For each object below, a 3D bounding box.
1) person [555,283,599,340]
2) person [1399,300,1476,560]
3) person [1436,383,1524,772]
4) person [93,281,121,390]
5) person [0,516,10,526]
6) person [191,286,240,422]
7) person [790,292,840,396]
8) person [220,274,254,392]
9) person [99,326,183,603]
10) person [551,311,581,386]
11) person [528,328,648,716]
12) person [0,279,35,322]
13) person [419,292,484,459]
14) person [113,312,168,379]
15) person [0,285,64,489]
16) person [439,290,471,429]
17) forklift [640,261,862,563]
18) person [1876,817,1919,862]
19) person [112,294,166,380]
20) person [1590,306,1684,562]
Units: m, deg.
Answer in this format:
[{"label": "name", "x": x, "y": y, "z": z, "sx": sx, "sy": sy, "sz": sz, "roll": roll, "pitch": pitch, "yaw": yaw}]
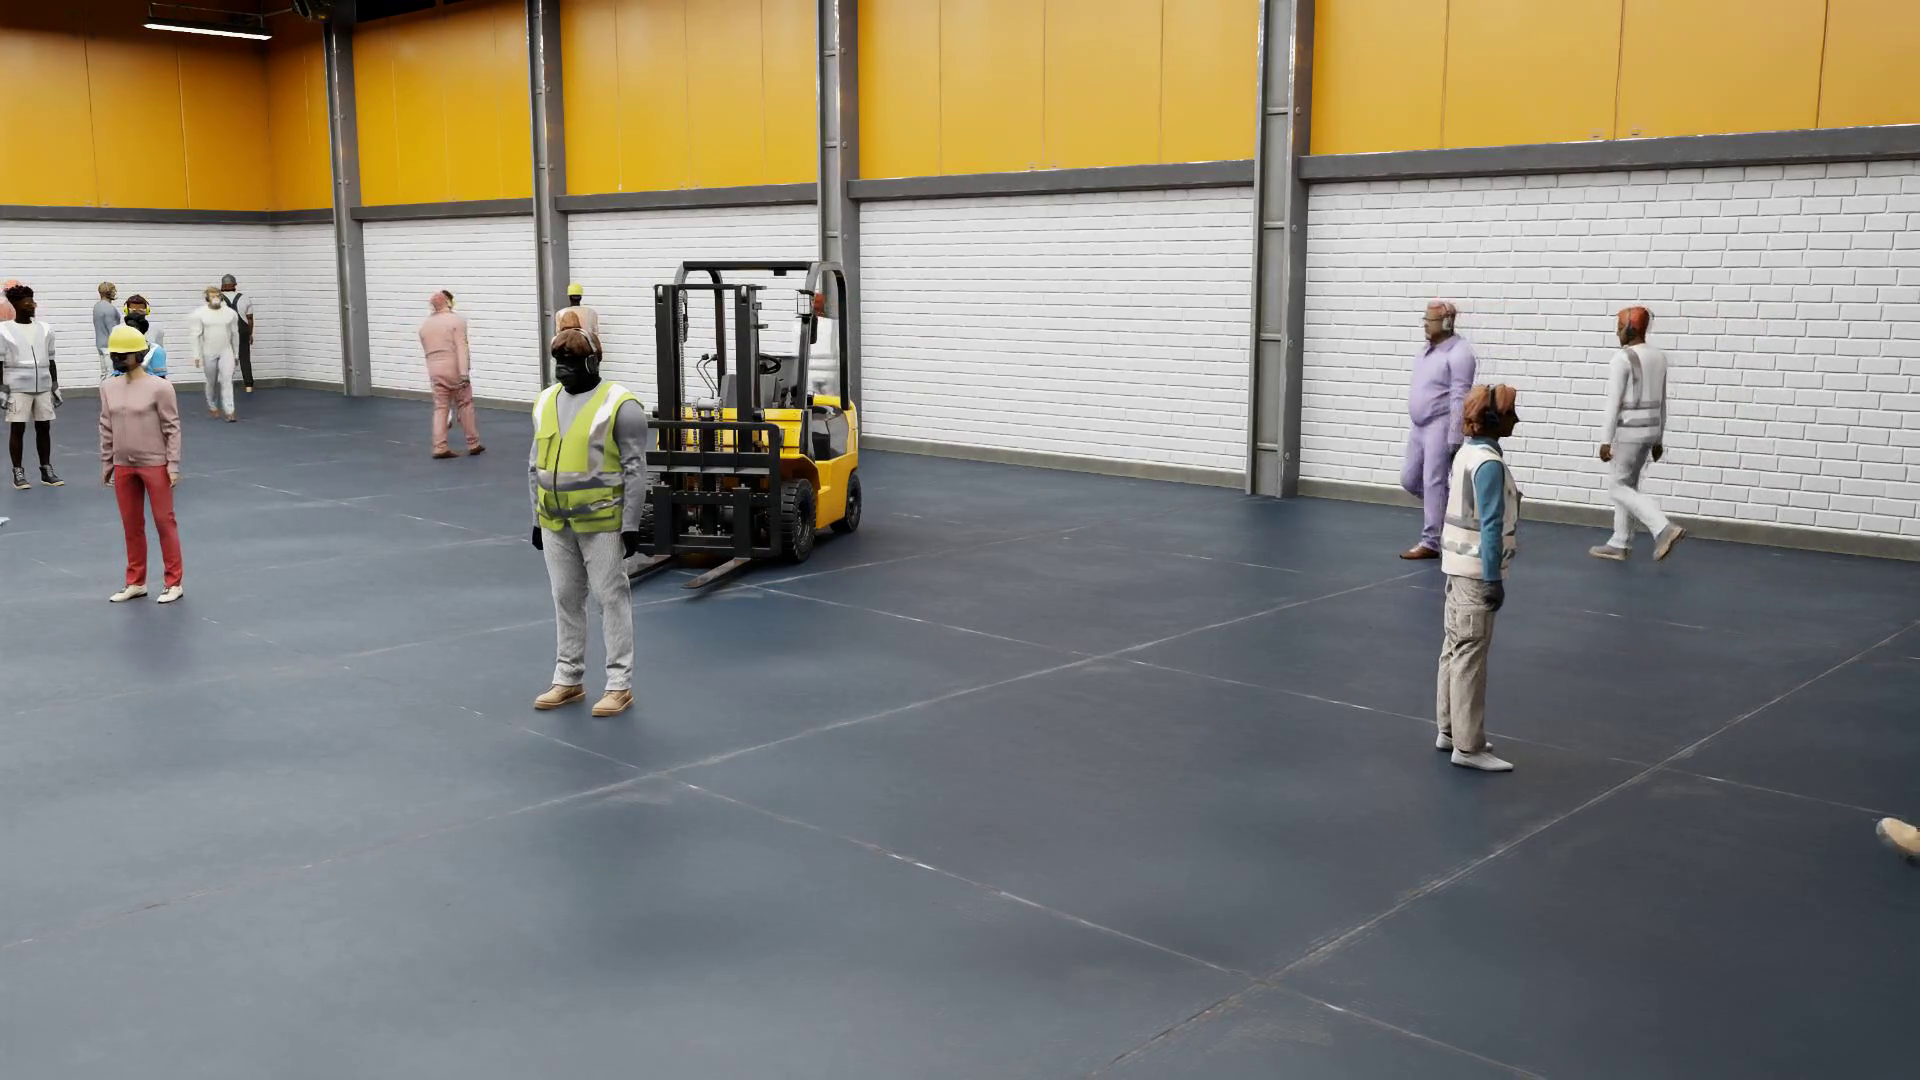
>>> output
[{"label": "person", "x": -5.240, "y": -2.551, "z": 22.800, "sx": 0.587, "sy": 1.928, "sz": 0.362, "roll": -5, "pitch": 10, "yaw": -27}, {"label": "person", "x": 3.495, "y": -0.799, "z": 12.143, "sx": 0.515, "sy": 1.894, "sz": 0.663, "roll": -2, "pitch": 9, "yaw": -12}, {"label": "person", "x": 2.214, "y": 0.150, "z": 7.113, "sx": 0.314, "sy": 1.641, "sz": 0.515, "roll": 1, "pitch": 9, "yaw": 6}, {"label": "person", "x": -12.216, "y": -2.739, "z": 23.916, "sx": 0.627, "sy": 1.940, "sz": 0.373, "roll": 9, "pitch": 13, "yaw": 44}, {"label": "person", "x": -8.126, "y": -0.994, "z": 13.385, "sx": 0.920, "sy": 1.875, "sz": 0.617, "roll": 5, "pitch": 10, "yaw": 27}, {"label": "person", "x": -10.399, "y": -2.602, "z": 23.240, "sx": 0.646, "sy": 1.901, "sz": 1.014, "roll": -6, "pitch": 11, "yaw": -34}, {"label": "person", "x": -1.576, "y": -1.787, "z": 18.300, "sx": 0.617, "sy": 1.862, "sz": 0.535, "roll": -2, "pitch": 10, "yaw": -14}, {"label": "person", "x": -12.495, "y": -3.544, "z": 28.542, "sx": 0.683, "sy": 2.000, "sz": 0.536, "roll": -5, "pitch": 11, "yaw": -29}, {"label": "person", "x": -5.200, "y": -0.470, "z": 10.538, "sx": 0.532, "sy": 1.765, "sz": 0.328, "roll": 2, "pitch": 9, "yaw": 9}, {"label": "person", "x": -4.528, "y": -1.856, "z": 19.451, "sx": 0.510, "sy": 1.630, "sz": 0.277, "roll": -5, "pitch": 11, "yaw": -30}, {"label": "person", "x": -1.797, "y": -0.084, "z": 7.933, "sx": 0.634, "sy": 1.842, "sz": 0.429, "roll": 4, "pitch": 10, "yaw": 23}, {"label": "person", "x": -13.412, "y": -2.727, "z": 23.767, "sx": 0.609, "sy": 1.959, "sz": 0.832, "roll": -1, "pitch": 9, "yaw": -4}, {"label": "person", "x": -5.731, "y": -1.860, "z": 18.793, "sx": 0.723, "sy": 1.853, "sz": 0.861, "roll": 3, "pitch": 10, "yaw": 18}, {"label": "person", "x": -8.049, "y": -1.384, "z": 16.342, "sx": 0.535, "sy": 1.700, "sz": 0.318, "roll": 0, "pitch": 9, "yaw": 2}, {"label": "person", "x": -9.024, "y": -1.480, "z": 16.111, "sx": 0.361, "sy": 1.965, "sz": 0.613, "roll": 6, "pitch": 11, "yaw": 35}, {"label": "person", "x": -6.829, "y": -2.423, "z": 22.283, "sx": 0.520, "sy": 1.845, "sz": 0.726, "roll": -1, "pitch": 9, "yaw": -8}, {"label": "forklift", "x": -1.552, "y": -1.040, "z": 12.721, "sx": 1.214, "sy": 2.155, "sz": 2.313, "roll": 2, "pitch": 9, "yaw": 11}, {"label": "person", "x": 3.749, "y": 0.227, "z": 5.672, "sx": 0.894, "sy": 1.977, "sz": 0.647, "roll": 4, "pitch": 10, "yaw": 22}, {"label": "person", "x": -8.454, "y": -1.601, "z": 17.176, "sx": 0.508, "sy": 1.865, "sz": 0.329, "roll": -6, "pitch": 11, "yaw": -34}, {"label": "person", "x": 4.874, "y": -0.740, "z": 11.892, "sx": 0.589, "sy": 1.865, "sz": 0.688, "roll": -6, "pitch": 11, "yaw": -34}]
